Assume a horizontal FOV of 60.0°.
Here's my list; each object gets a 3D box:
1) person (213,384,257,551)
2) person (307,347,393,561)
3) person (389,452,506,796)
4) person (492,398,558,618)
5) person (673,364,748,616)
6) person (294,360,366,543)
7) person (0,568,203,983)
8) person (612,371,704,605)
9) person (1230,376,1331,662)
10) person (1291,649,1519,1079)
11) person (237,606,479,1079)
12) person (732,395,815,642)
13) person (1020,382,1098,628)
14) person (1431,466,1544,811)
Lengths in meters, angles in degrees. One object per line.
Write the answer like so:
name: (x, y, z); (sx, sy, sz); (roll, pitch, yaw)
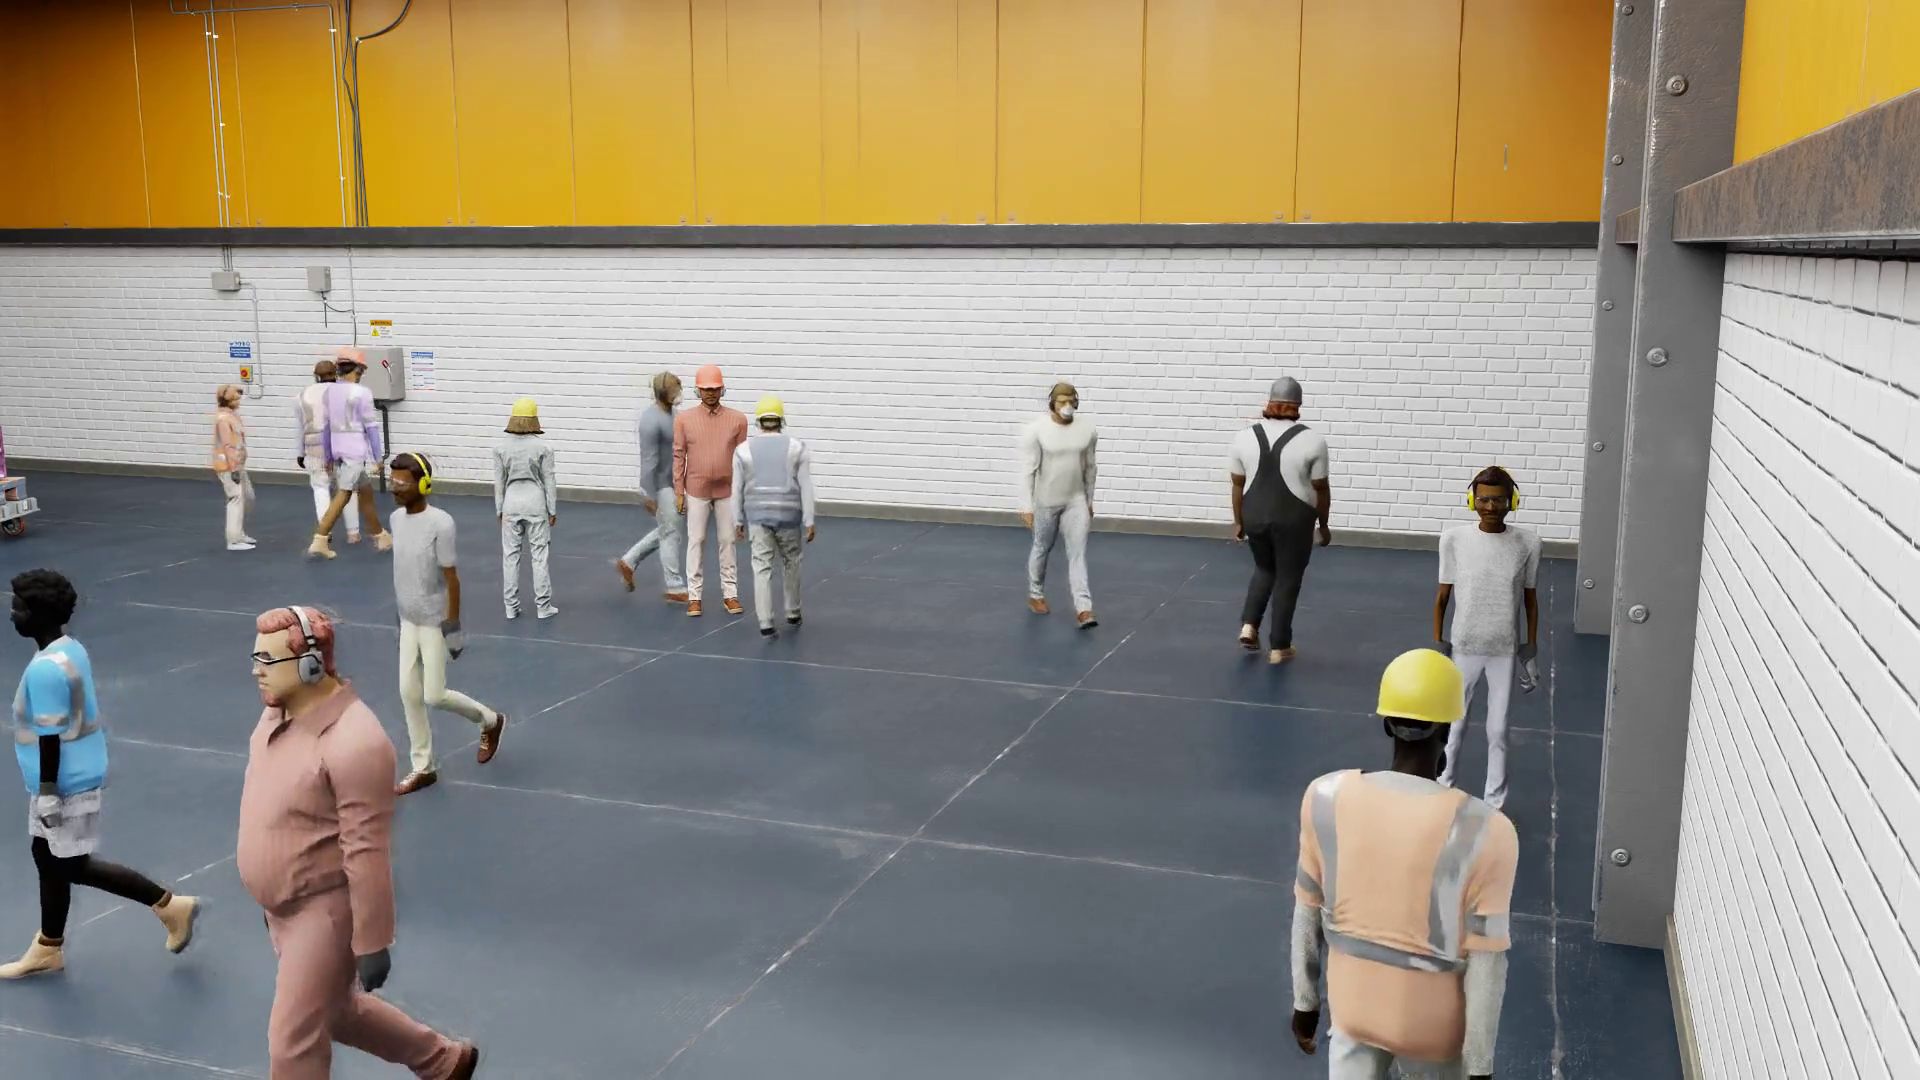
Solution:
person: (-6.951, -0.692, 15.919); (0.344, 1.613, 0.586); (-3, 10, -15)
person: (-5.753, -0.813, 15.593); (0.607, 1.981, 1.054); (8, 13, 37)
person: (-2.832, 0.426, 8.983); (0.503, 1.852, 0.631); (7, 12, 33)
person: (-3.406, -0.247, 13.076); (0.485, 1.737, 0.320); (0, 10, -2)
person: (-1.964, -0.395, 13.176); (0.612, 1.995, 0.382); (-3, 11, -18)
person: (-6.116, -0.836, 16.172); (0.676, 1.817, 0.587); (-3, 10, -16)
person: (-3.482, 0.929, 6.608); (0.718, 1.674, 0.537); (-4, 11, -23)
person: (-2.494, -0.427, 13.580); (0.786, 1.915, 0.645); (2, 10, 9)
person: (2.281, -0.159, 11.713); (0.682, 2.000, 0.541); (7, 12, 36)
person: (1.089, 1.234, 4.300); (0.594, 1.899, 0.853); (8, 13, 36)
person: (-1.907, 1.102, 5.083); (0.868, 1.877, 0.653); (-9, 14, -42)
person: (-1.391, -0.177, 12.479); (0.631, 1.797, 0.818); (0, 10, 2)
person: (0.772, -0.284, 12.872); (0.657, 1.880, 1.051); (-3, 11, -17)
person: (2.580, 0.556, 8.173); (0.535, 1.868, 0.309); (2, 10, 12)
